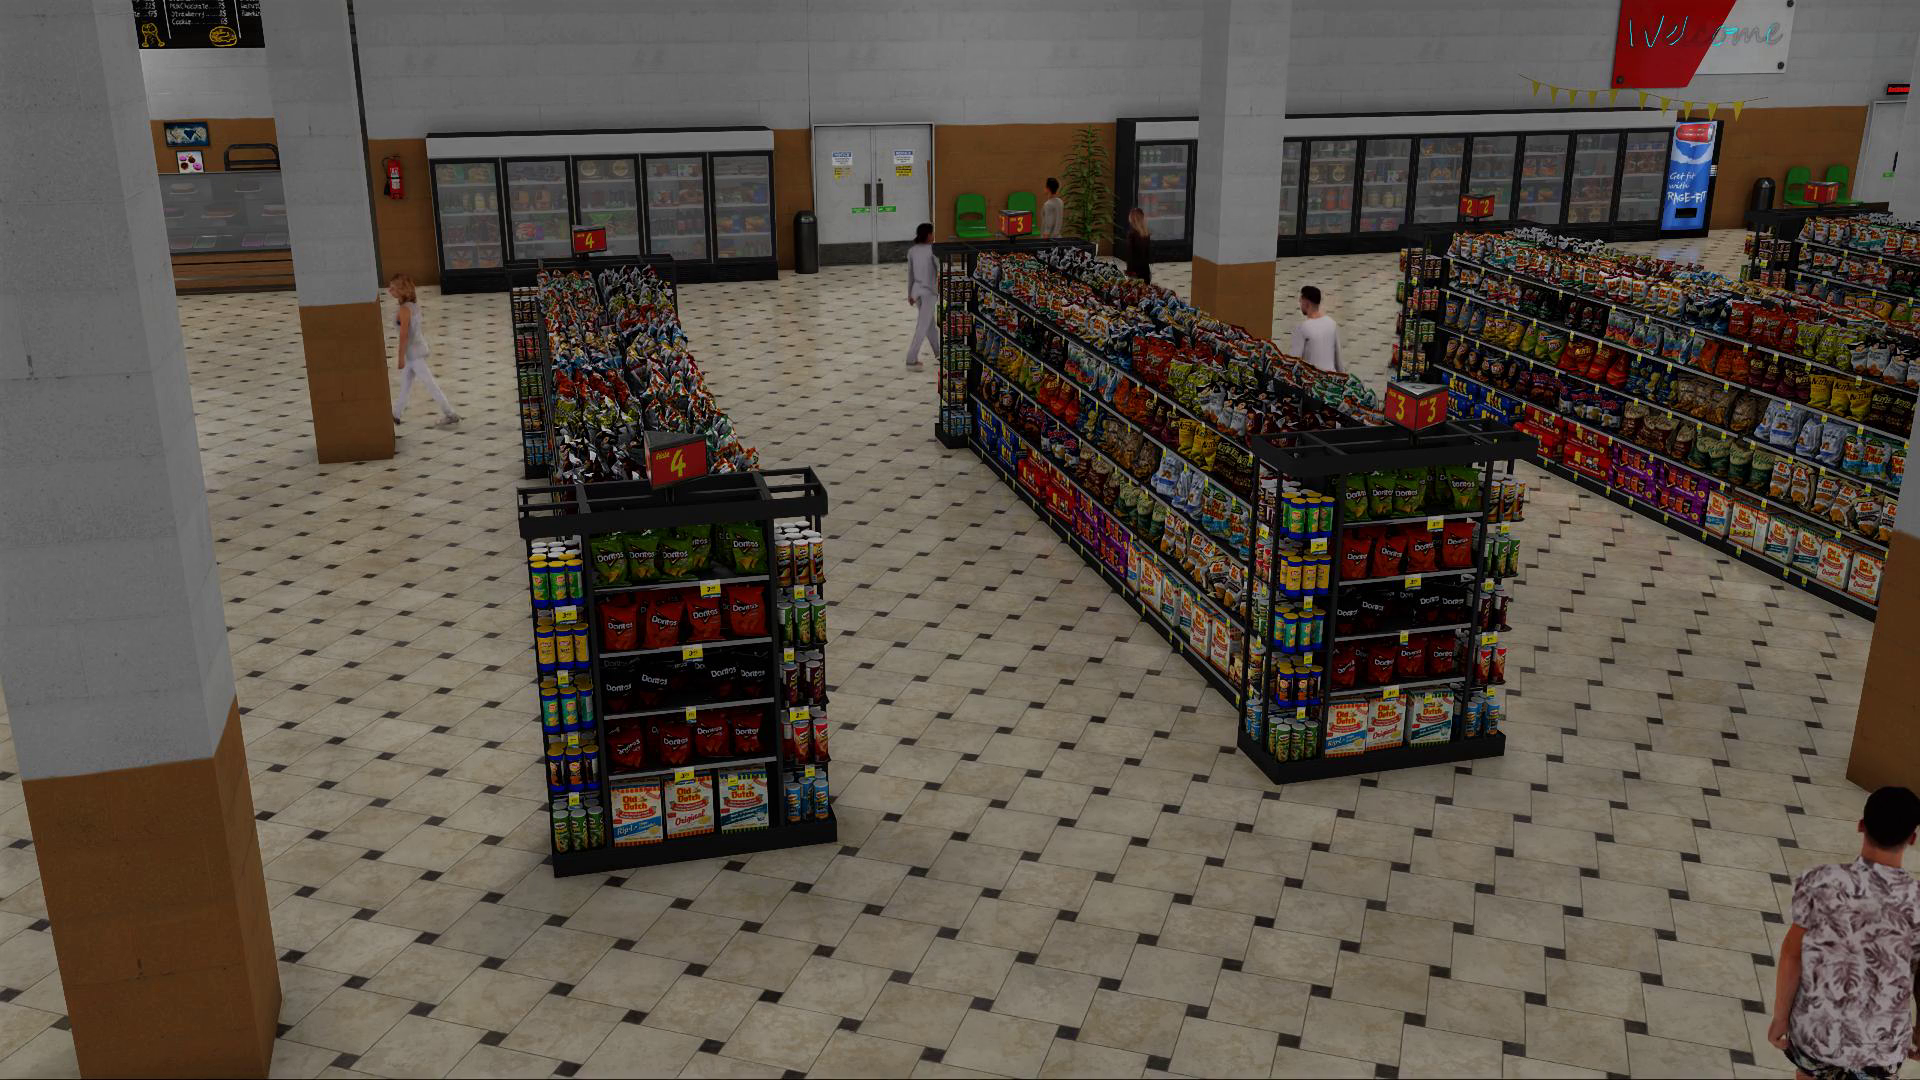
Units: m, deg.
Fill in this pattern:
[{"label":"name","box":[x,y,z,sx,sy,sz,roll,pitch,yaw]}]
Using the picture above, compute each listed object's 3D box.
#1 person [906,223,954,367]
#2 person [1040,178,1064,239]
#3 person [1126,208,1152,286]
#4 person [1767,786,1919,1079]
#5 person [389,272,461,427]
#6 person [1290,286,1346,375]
[{"label":"person","box":[-0.465,-2.924,20.102,1.180,1.688,1.116,16,24,39]},{"label":"person","box":[1.333,-4.322,24.058,0.788,1.809,0.703,8,20,24]},{"label":"person","box":[2.384,-3.442,21.687,0.913,1.657,1.141,-15,24,-38]},{"label":"person","box":[3.201,1.790,5.993,1.167,1.769,1.214,11,22,30]},{"label":"person","box":[-5.567,-1.931,17.253,0.776,1.627,1.063,-2,19,-5]},{"label":"person","box":[3.374,-1.418,15.505,0.977,1.772,1.231,-11,22,-30]}]
